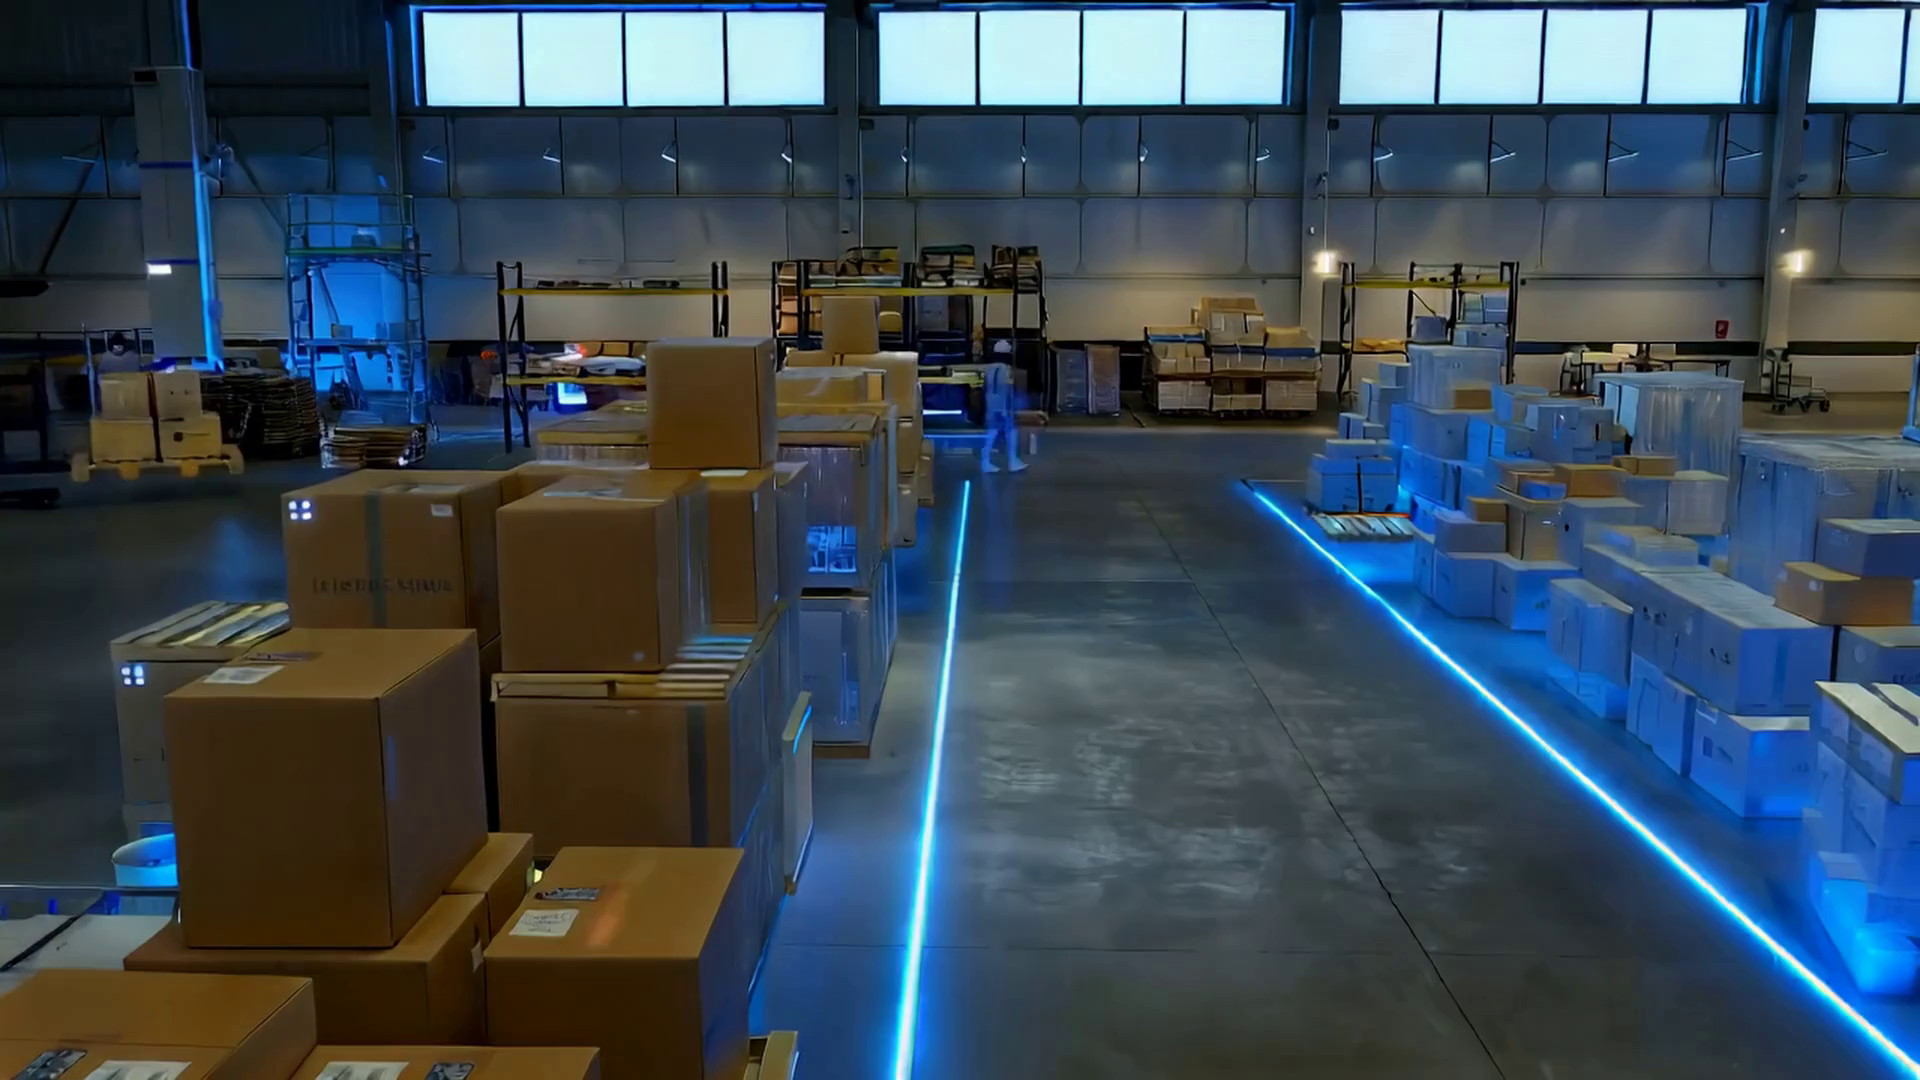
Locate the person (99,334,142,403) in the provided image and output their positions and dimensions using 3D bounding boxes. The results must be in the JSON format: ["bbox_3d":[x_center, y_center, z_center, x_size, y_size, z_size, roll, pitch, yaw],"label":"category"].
[{"bbox_3d":[-13.462,-2.369,26.774,0.650,1.906,0.794,-3,10,-16],"label":"person"}]

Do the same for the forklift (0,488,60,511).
[{"bbox_3d":[-12.090,-1.749,20.112,1.873,2.768,1.129,-5,11,-26],"label":"forklift"}]

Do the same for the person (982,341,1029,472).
[{"bbox_3d":[0.664,-1.923,24.084,0.823,1.903,0.557,-4,10,-22],"label":"person"}]
